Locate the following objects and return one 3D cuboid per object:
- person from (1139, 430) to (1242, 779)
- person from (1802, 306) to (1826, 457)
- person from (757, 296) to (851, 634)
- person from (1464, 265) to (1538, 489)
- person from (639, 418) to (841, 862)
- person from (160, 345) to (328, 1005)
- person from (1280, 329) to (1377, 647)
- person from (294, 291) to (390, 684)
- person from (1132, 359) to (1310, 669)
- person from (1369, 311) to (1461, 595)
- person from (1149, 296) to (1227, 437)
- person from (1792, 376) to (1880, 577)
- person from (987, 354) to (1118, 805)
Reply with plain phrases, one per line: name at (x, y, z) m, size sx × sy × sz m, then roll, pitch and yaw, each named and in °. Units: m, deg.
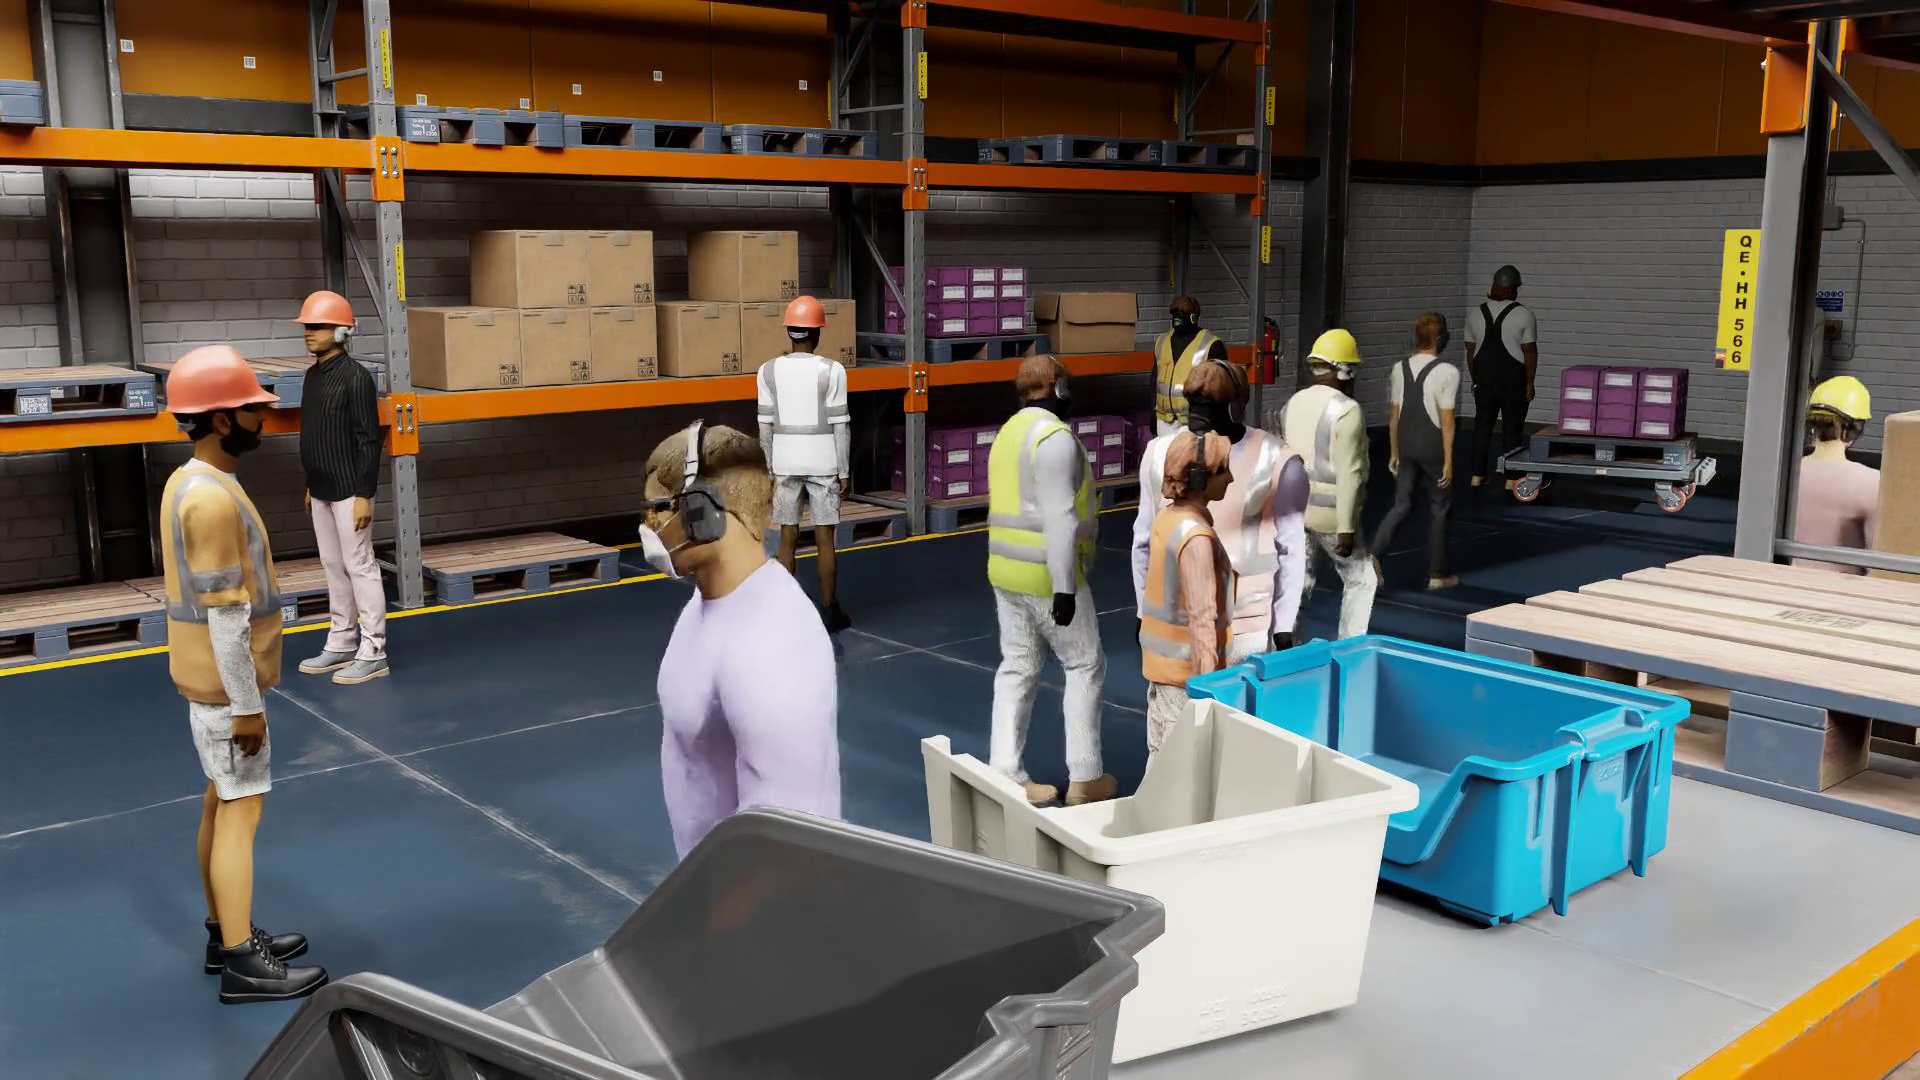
person at (0.744, 0.456, 5.462) m, size 0.310 × 1.638 × 0.522 m, roll -1°, pitch 10°, yaw -6°
person at (8.124, -1.634, 16.345) m, size 0.627 × 1.935 × 0.371 m, roll 2°, pitch 10°, yaw 11°
person at (-0.880, -0.422, 9.545) m, size 0.542 × 1.938 × 0.358 m, roll 2°, pitch 10°, yaw 11°
person at (4.988, -1.490, 15.235) m, size 0.537 × 2.000 × 0.682 m, roll -10°, pitch 14°, yaw -44°
person at (-0.346, 0.736, 3.119) m, size 0.570 × 1.925 × 0.671 m, roll -3°, pitch 10°, yaw -15°
person at (-2.144, 0.399, 4.930) m, size 0.350 × 1.942 × 0.547 m, roll -6°, pitch 12°, yaw -30°
person at (1.878, -0.142, 8.319) m, size 0.699 × 1.806 × 0.617 m, roll -5°, pitch 11°, yaw -25°
person at (-3.184, -0.269, 8.516) m, size 0.621 × 1.997 × 0.372 m, roll 9°, pitch 13°, yaw 41°
person at (0.900, 0.276, 5.921) m, size 0.624 × 1.838 × 0.430 m, roll 5°, pitch 11°, yaw 25°
person at (2.902, -0.540, 10.560) m, size 0.857 × 1.818 × 0.518 m, roll -8°, pitch 13°, yaw -38°
person at (1.708, -0.937, 12.695) m, size 0.631 × 1.842 × 0.428 m, roll 8°, pitch 13°, yaw 38°
person at (3.234, 0.252, 6.325) m, size 0.680 × 1.744 × 0.529 m, roll -9°, pitch 13°, yaw -40°
person at (0.356, 0.171, 6.647) m, size 0.570 × 1.798 × 0.709 m, roll -5°, pitch 11°, yaw -26°
